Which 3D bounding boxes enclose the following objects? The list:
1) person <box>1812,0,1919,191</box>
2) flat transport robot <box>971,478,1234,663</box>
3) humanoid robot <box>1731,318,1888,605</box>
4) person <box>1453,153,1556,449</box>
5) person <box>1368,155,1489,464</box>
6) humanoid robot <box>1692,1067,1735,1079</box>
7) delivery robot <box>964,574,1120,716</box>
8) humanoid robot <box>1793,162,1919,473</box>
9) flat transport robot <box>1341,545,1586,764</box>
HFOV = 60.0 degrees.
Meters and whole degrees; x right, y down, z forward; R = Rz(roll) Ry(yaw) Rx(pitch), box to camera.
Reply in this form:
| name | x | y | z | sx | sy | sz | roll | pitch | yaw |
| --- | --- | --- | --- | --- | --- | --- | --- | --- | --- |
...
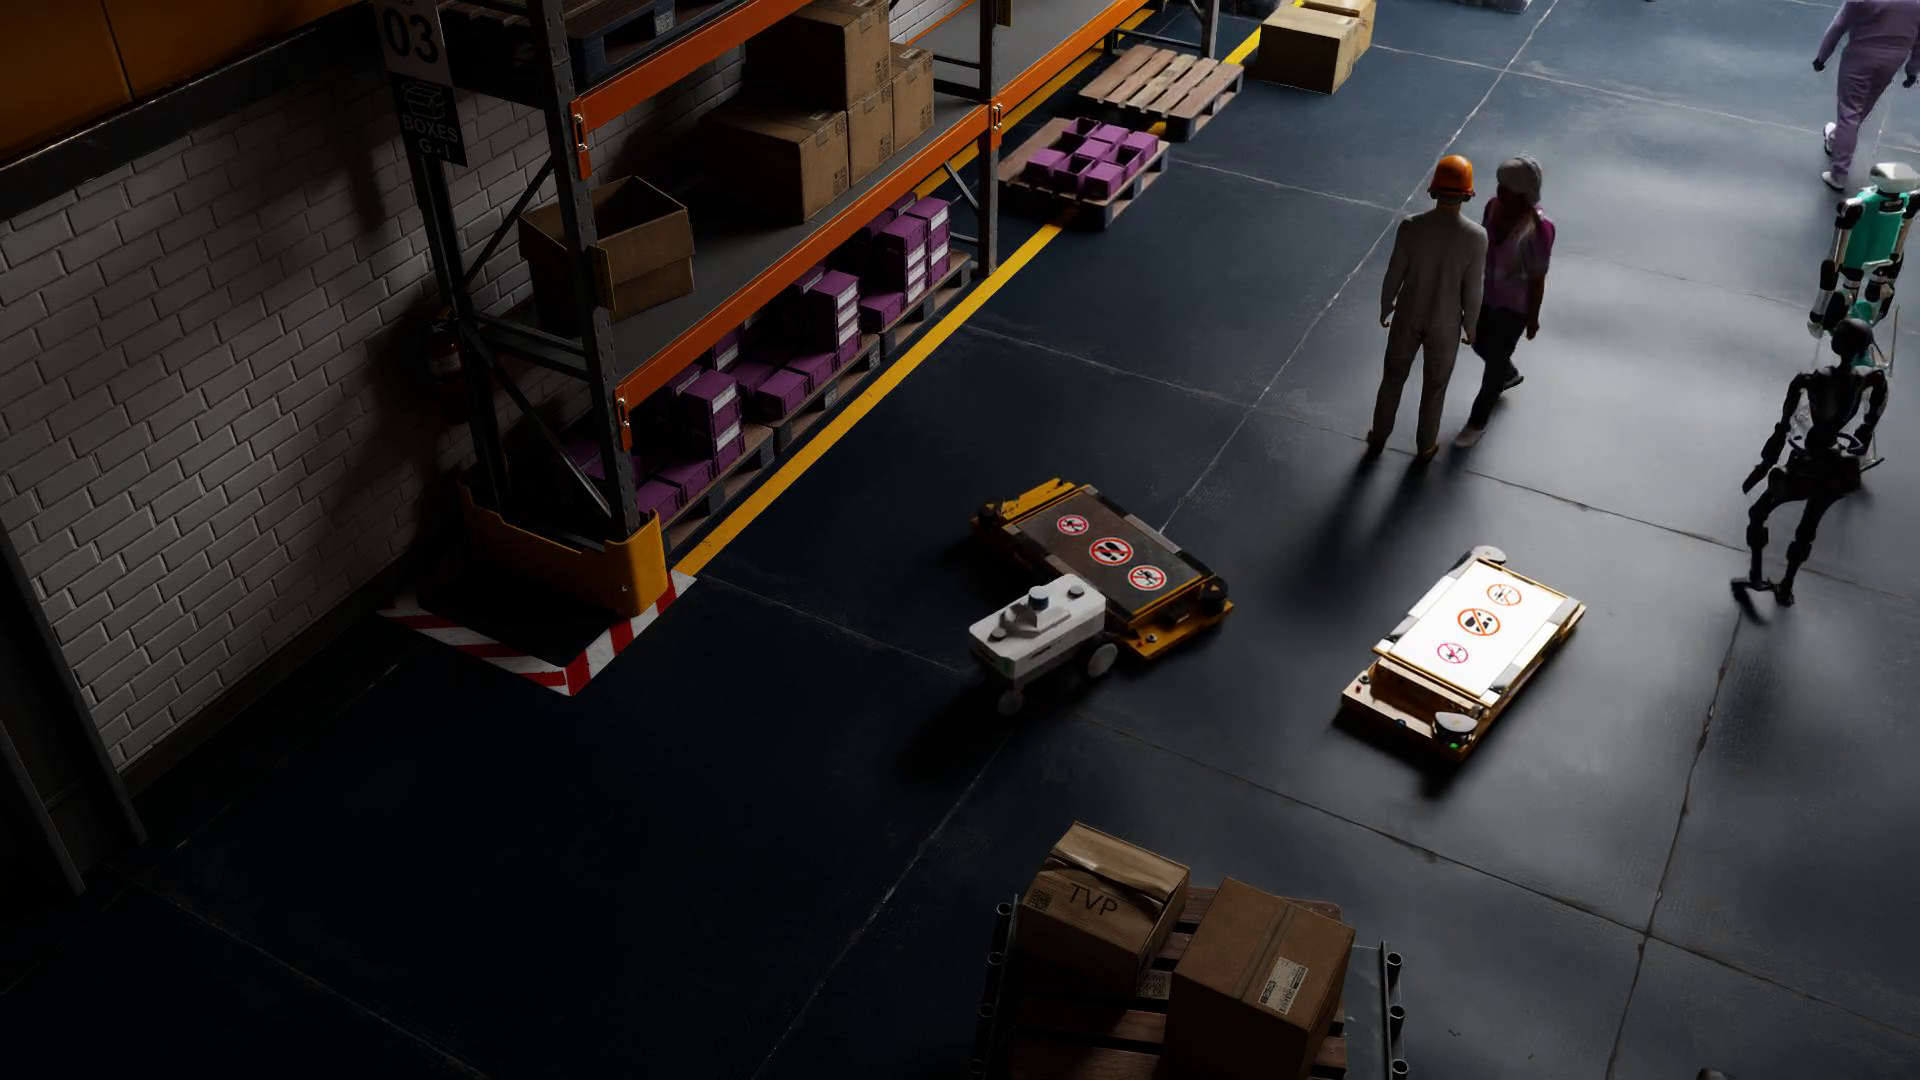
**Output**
| name | x | y | z | sx | sy | sz | roll | pitch | yaw |
| --- | --- | --- | --- | --- | --- | --- | --- | --- | --- |
| person | 6.796 | -3.648 | 12.501 | 0.679 | 1.856 | 0.965 | 3 | 39 | 4 |
| flat transport robot | 0.757 | 0.108 | 9.084 | 0.659 | 0.231 | 1.431 | -26 | 46 | -29 |
| humanoid robot | 4.390 | -0.389 | 8.580 | 0.601 | 1.643 | 0.332 | -5 | 39 | -6 |
| person | 3.253 | -1.464 | 9.820 | 0.707 | 1.817 | 0.570 | -21 | 43 | -24 |
| person | 2.699 | -1.313 | 9.570 | 0.568 | 1.889 | 0.391 | 16 | 41 | 19 |
| humanoid robot | 2.241 | 2.209 | 5.344 | 0.600 | 1.640 | 0.605 | 13 | 40 | 16 |
| delivery robot | 0.391 | 0.477 | 8.372 | 0.739 | 0.566 | 0.499 | -27 | 46 | -30 |
| humanoid robot | 5.324 | -1.193 | 9.575 | 0.531 | 1.777 | 1.003 | -11 | 40 | -14 |
| flat transport robot | 2.611 | 0.549 | 8.534 | 0.659 | 0.231 | 1.431 | 28 | 46 | 30 |
